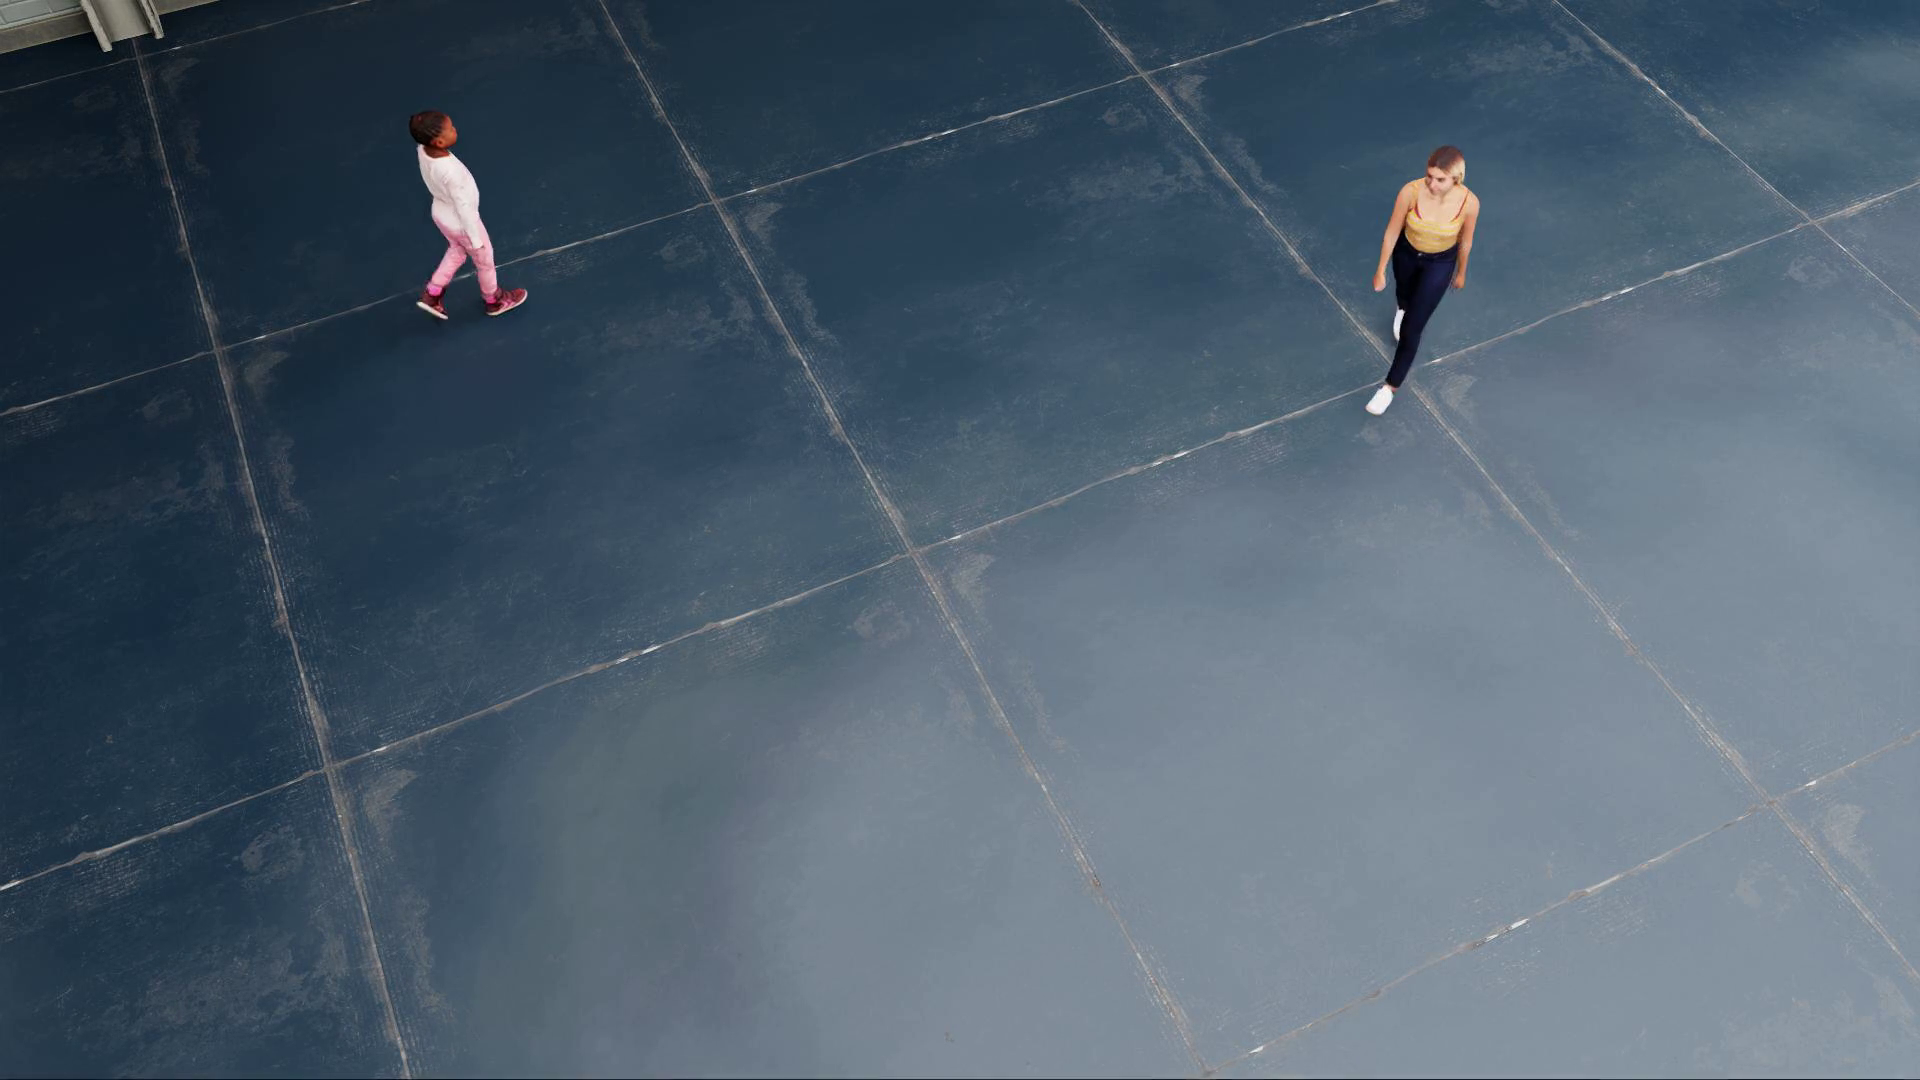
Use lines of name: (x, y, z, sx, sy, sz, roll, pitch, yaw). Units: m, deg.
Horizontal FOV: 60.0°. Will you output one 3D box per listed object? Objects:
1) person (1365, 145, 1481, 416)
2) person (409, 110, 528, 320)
person: (2.456, -1.504, 8.778, 1.084, 1.586, 1.206, 16, 54, 12)
person: (-2.796, -1.737, 9.057, 0.896, 1.431, 0.696, -35, 60, -24)
